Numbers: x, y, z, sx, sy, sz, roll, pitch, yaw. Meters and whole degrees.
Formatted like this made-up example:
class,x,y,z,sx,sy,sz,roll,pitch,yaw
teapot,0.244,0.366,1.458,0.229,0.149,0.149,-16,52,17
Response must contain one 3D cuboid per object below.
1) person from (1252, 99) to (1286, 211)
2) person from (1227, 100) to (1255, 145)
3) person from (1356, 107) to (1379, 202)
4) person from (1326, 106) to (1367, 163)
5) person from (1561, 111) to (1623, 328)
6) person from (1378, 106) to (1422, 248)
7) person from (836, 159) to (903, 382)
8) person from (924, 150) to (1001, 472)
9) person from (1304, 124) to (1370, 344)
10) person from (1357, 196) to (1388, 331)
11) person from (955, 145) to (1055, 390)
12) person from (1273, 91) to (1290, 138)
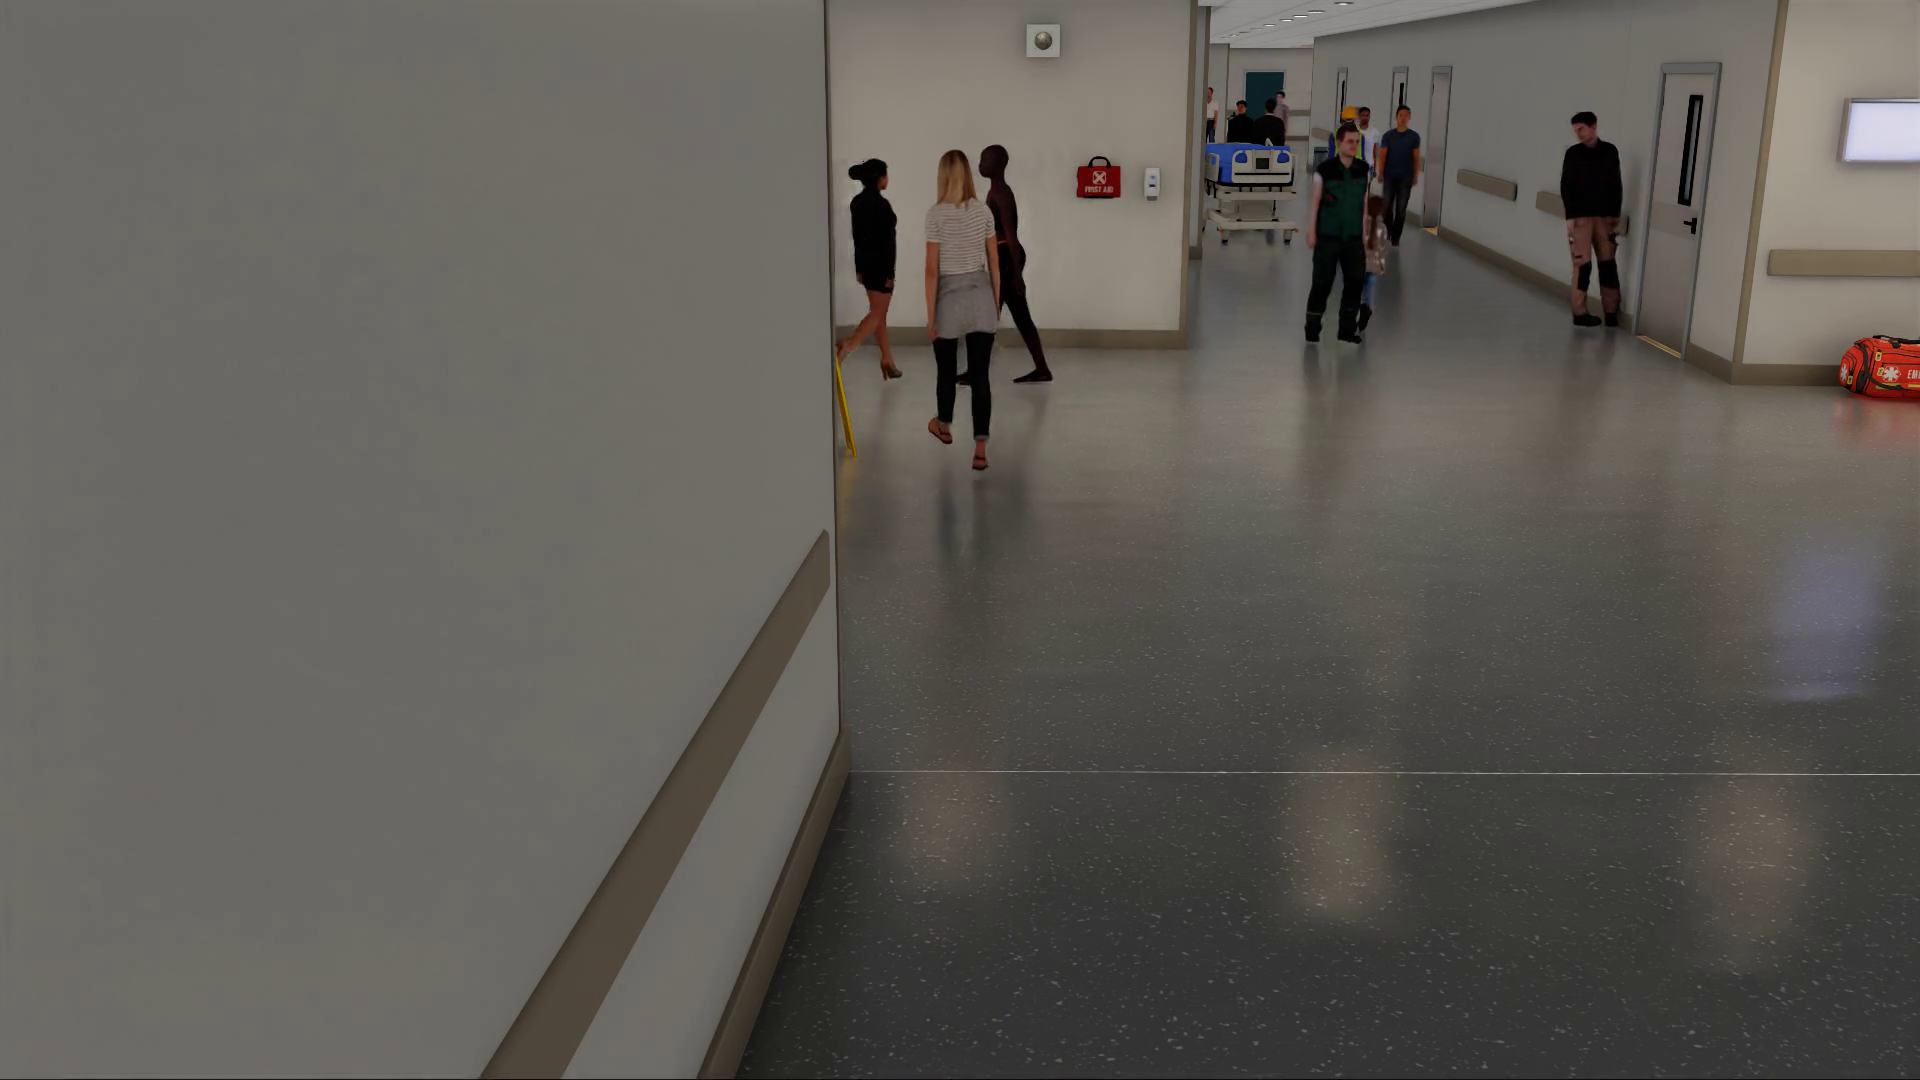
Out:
class,x,y,z,sx,sy,sz,roll,pitch,yaw
person,5.115,-6.412,27.678,0.451,1.802,0.743,1,16,4
person,5.260,-7.373,31.233,0.565,1.722,0.753,5,17,18
person,6.058,-5.648,25.095,0.499,1.732,0.729,-1,16,-3
person,5.011,-4.684,21.564,1.013,1.793,0.757,1,16,2
person,5.608,-2.861,14.935,0.683,1.881,0.881,-4,16,-12
person,5.770,-4.789,21.916,0.607,1.805,0.764,4,16,12
person,-0.666,-1.914,12.062,1.006,1.617,0.962,-13,20,-39
person,0.044,-1.243,9.413,1.225,1.764,0.967,-3,16,-12
person,3.148,-2.537,13.906,0.868,1.811,0.869,-1,16,-5
person,3.596,-2.423,14.680,0.719,1.177,0.577,0,16,0
person,0.414,-1.900,11.846,1.105,1.708,0.750,-2,16,-8
person,7.400,-9.471,38.526,0.721,1.803,0.821,11,19,35
